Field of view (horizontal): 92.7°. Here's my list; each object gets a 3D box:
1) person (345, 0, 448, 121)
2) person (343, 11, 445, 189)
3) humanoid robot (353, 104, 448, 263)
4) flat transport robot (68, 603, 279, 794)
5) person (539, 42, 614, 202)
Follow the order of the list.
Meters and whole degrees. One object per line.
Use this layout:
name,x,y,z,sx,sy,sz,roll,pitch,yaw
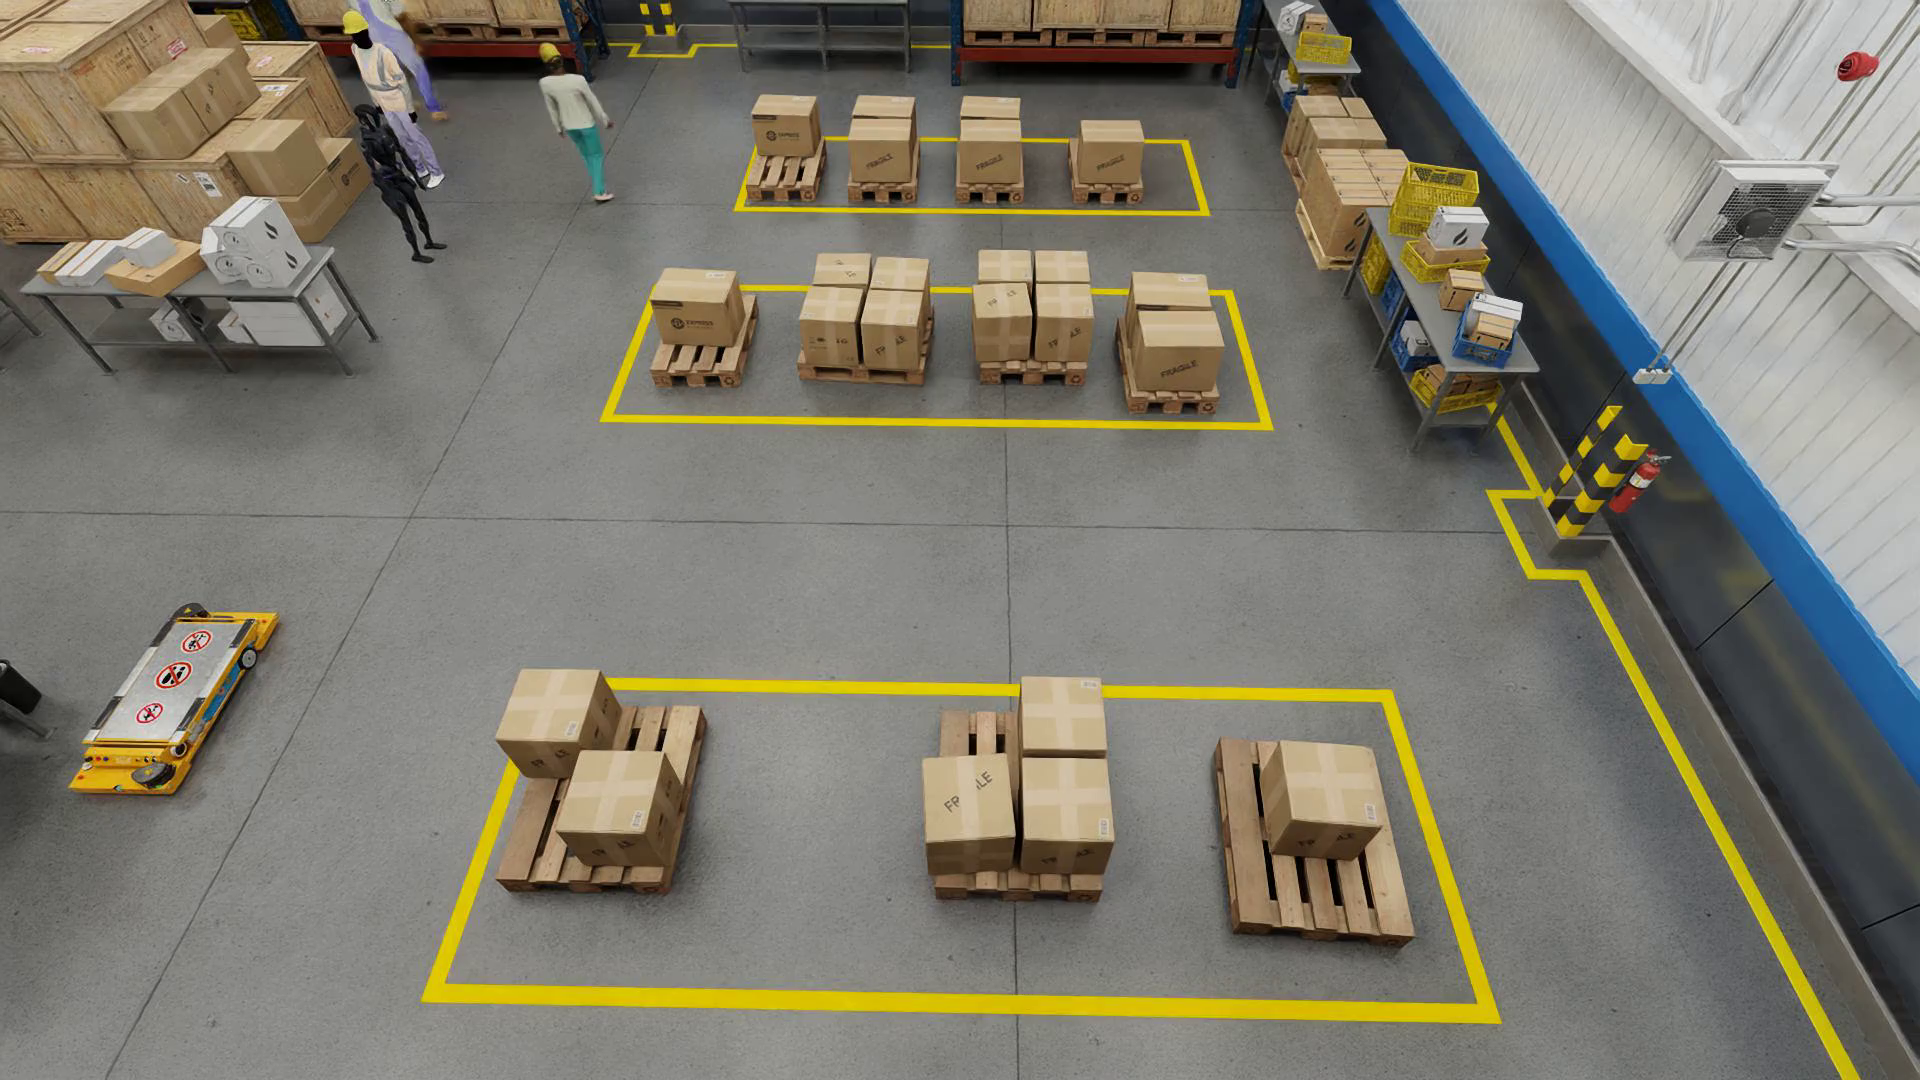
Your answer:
person,-7.229,-6.383,11.609,0.807,2.000,0.595,6,50,5
person,-6.525,-5.032,10.536,0.593,1.929,0.349,17,52,14
humanoid robot,-5.873,-3.714,9.585,0.333,1.651,0.571,7,50,6
flat transport robot,-5.504,1.072,6.442,0.652,0.197,1.431,1,50,1
person,-4.300,-4.688,10.364,0.582,1.757,0.445,0,50,0
